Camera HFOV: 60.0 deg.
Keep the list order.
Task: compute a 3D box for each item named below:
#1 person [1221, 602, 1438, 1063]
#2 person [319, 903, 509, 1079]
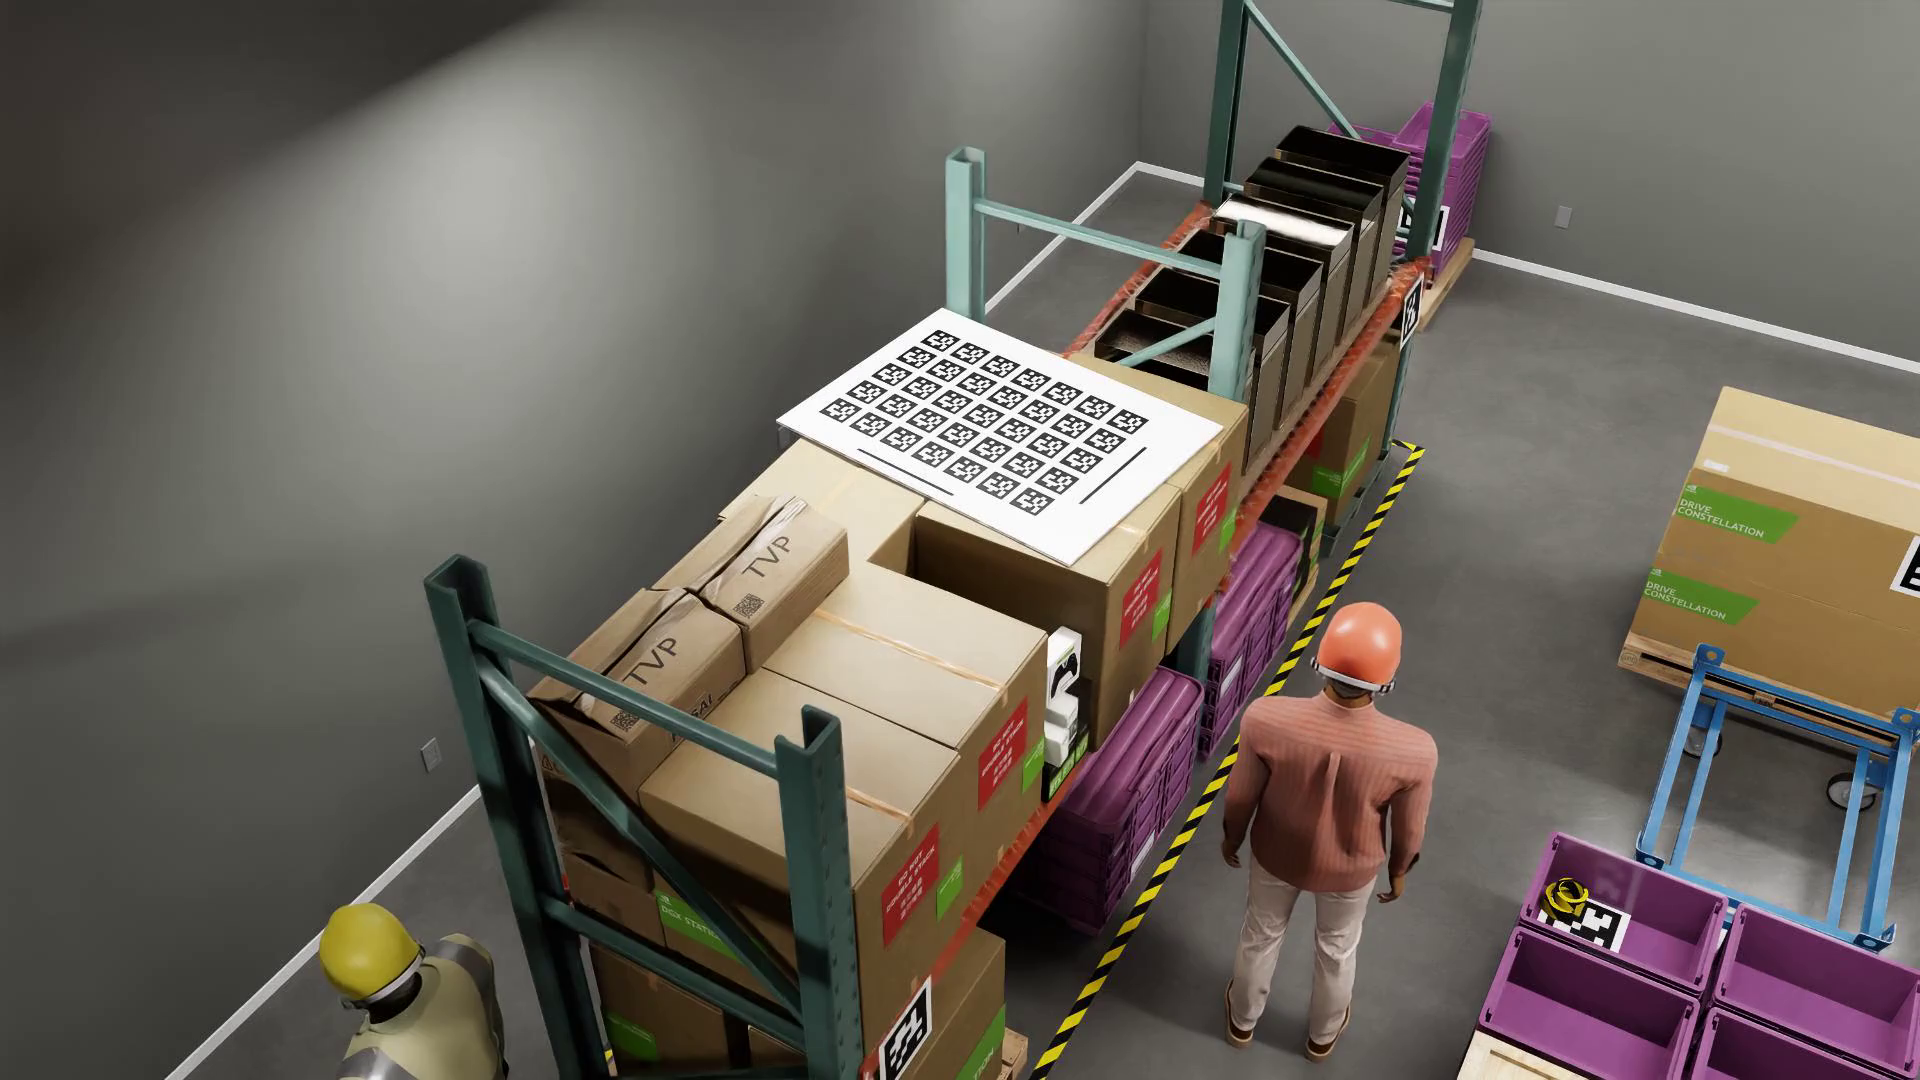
[{"bbox_3d":[1.157,0.983,5.382,0.625,1.992,0.386,10,41,12],"label":"person"},{"bbox_3d":[-1.480,1.648,4.716,0.404,1.827,0.600,11,41,13],"label":"person"}]
